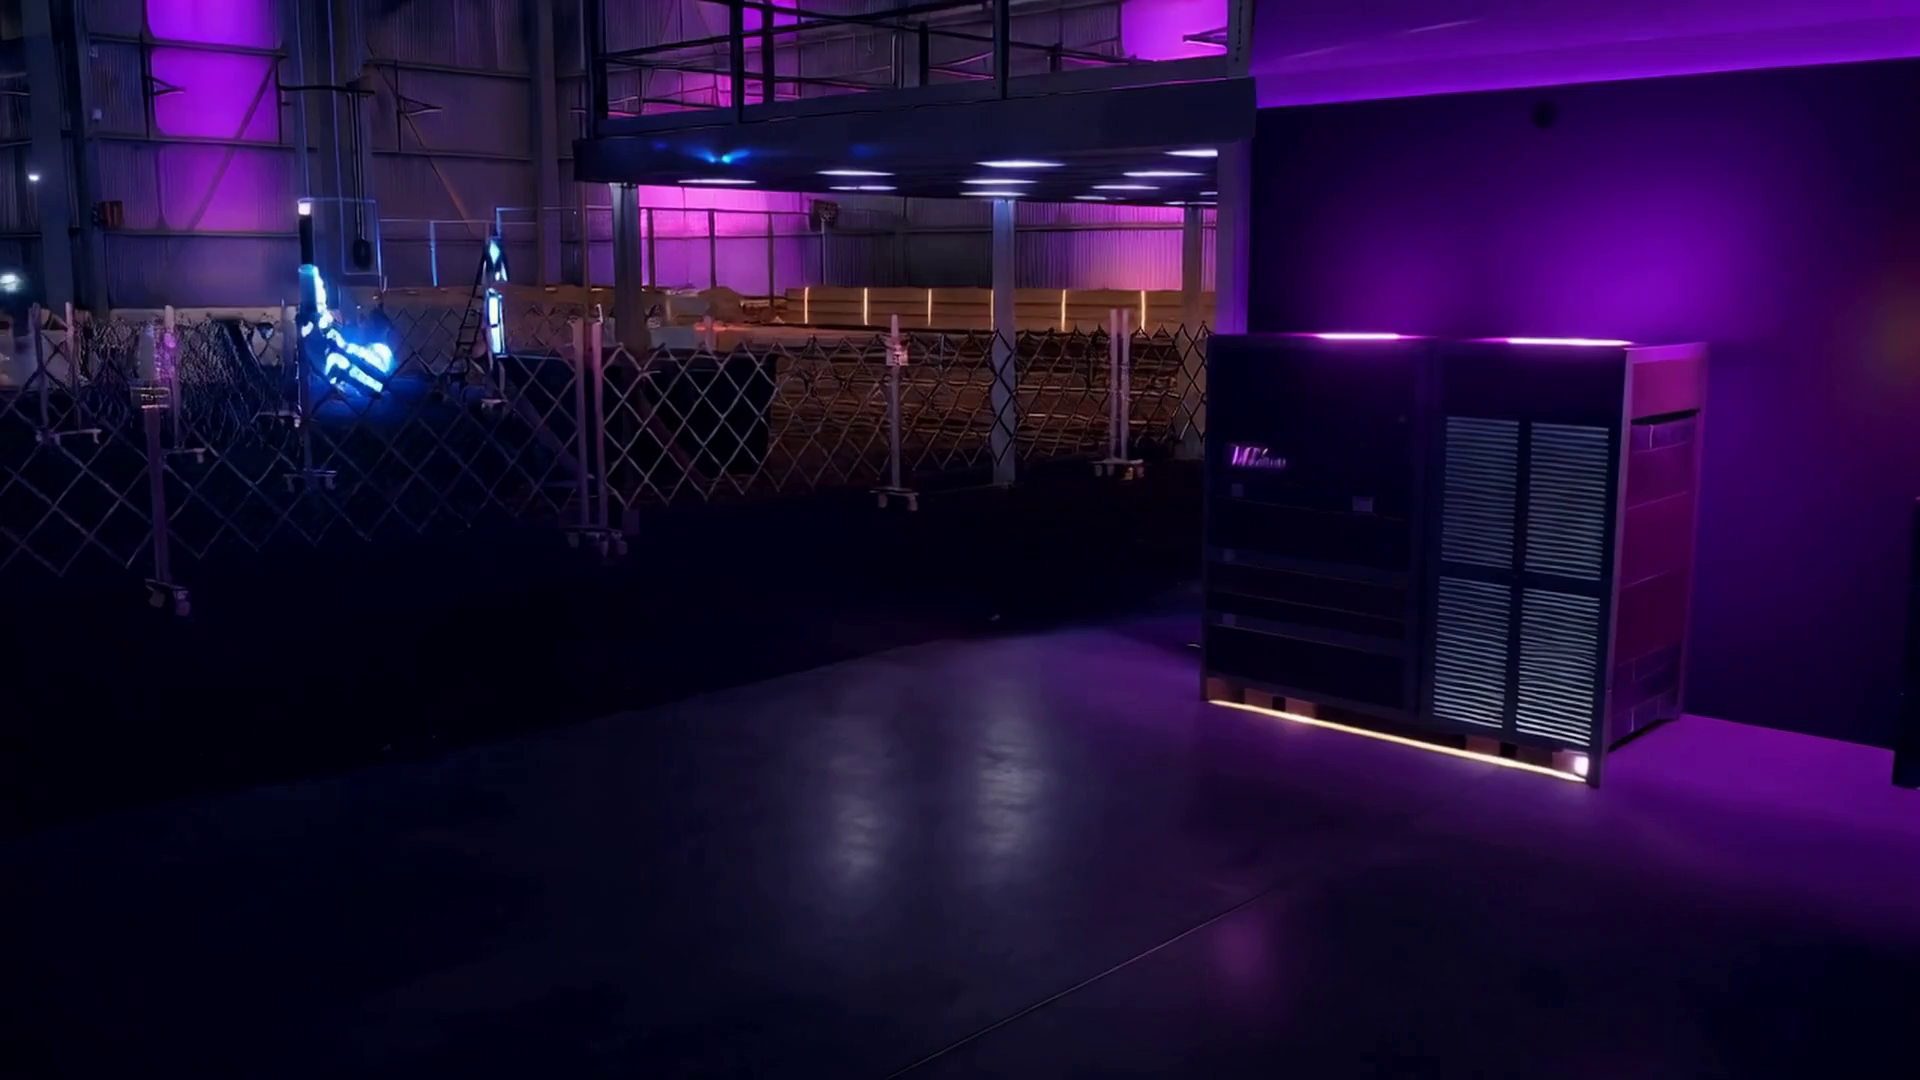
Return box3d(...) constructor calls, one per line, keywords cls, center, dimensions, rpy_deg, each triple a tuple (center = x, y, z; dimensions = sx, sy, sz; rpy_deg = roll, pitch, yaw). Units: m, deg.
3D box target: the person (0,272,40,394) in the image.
box3d(cls="person", center=(-15.647, -3.397, 27.463), dimensions=(0.821, 2.009, 0.613), rpy_deg=(-1, 9, -7))
